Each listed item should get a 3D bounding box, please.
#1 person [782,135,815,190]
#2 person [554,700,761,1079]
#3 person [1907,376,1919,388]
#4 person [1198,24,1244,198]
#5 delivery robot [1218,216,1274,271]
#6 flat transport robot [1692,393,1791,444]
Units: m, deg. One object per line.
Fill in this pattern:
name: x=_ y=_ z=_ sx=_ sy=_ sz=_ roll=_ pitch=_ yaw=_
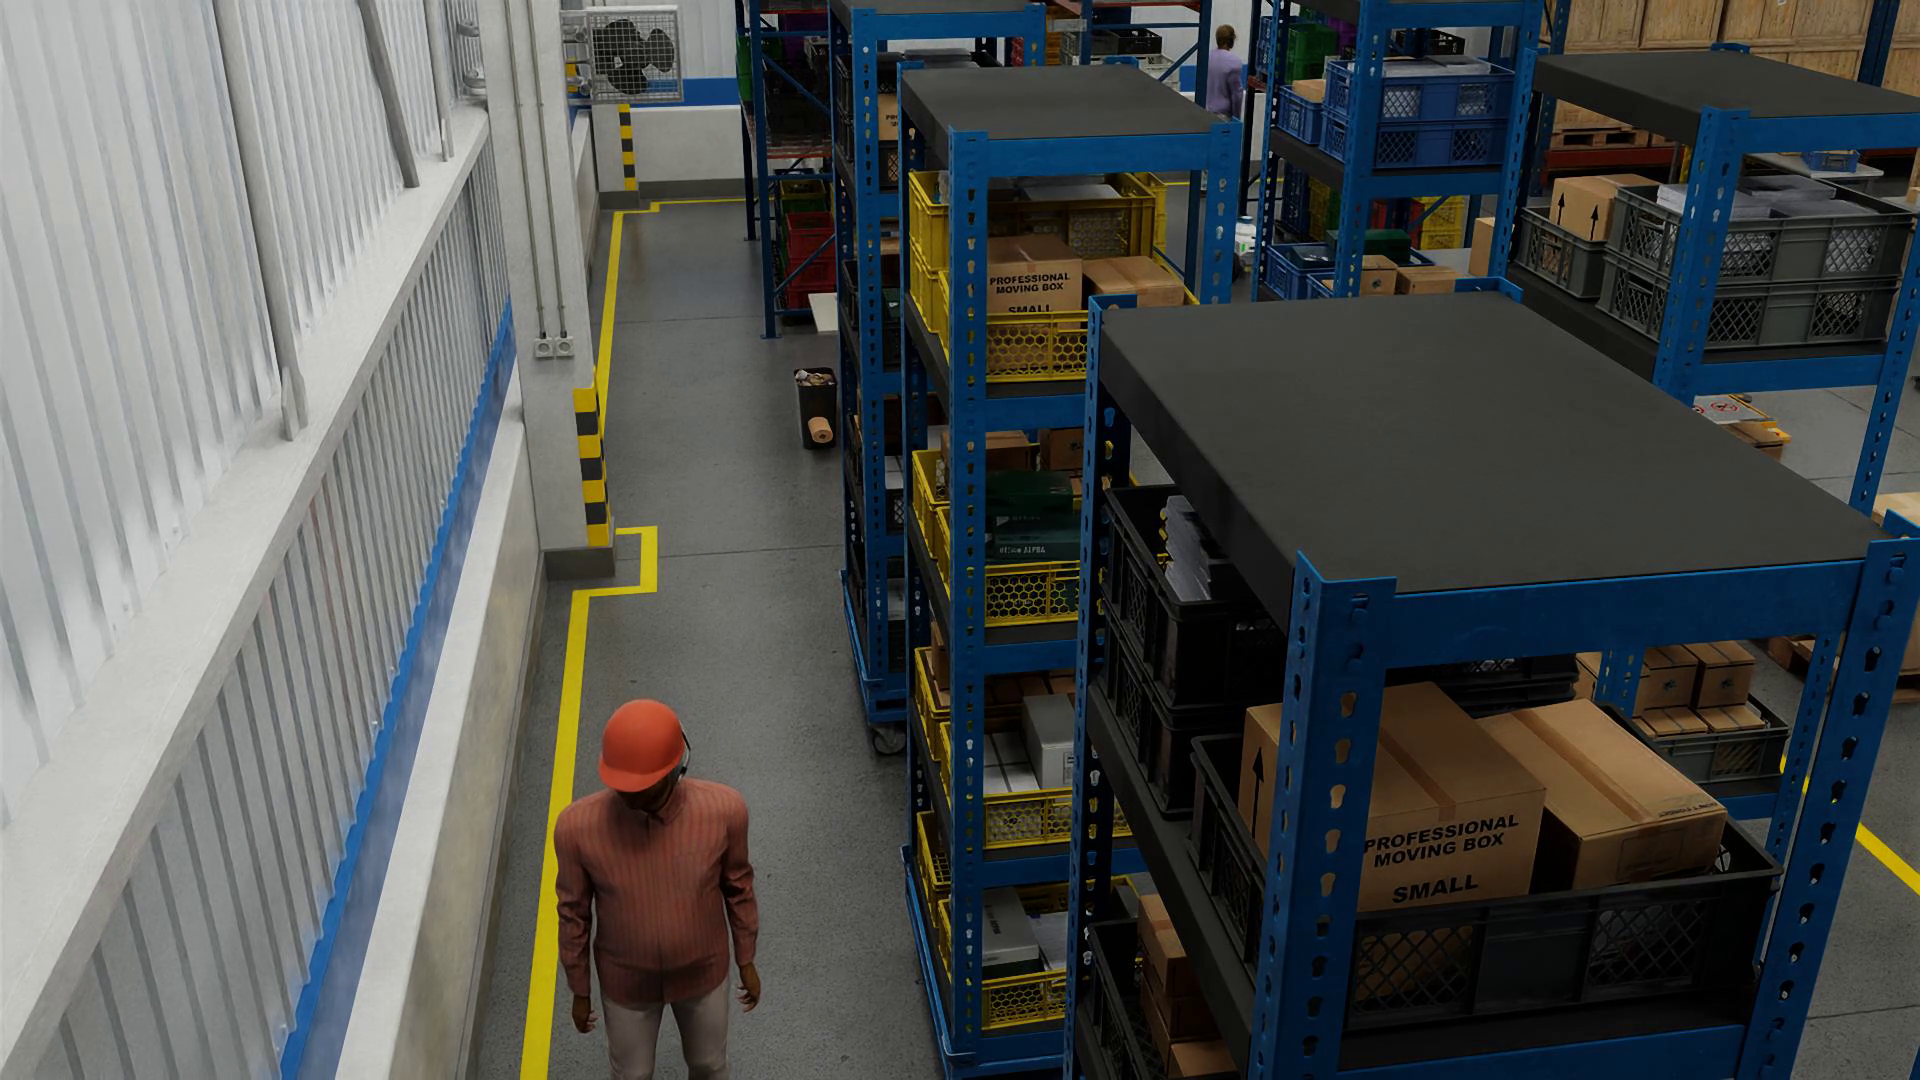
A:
person: x=-1.833 y=-4.686 z=18.545 sx=0.577 sy=1.878 sz=0.341 roll=-22 pitch=33 yaw=-40
person: x=-0.934 y=1.365 z=5.256 sx=0.623 sy=1.988 sz=0.393 roll=-7 pitch=25 yaw=-14
person: x=7.745 y=-1.944 z=12.665 sx=0.663 sy=1.803 sz=0.620 roll=0 pitch=25 yaw=0
person: x=2.935 y=-4.804 z=18.729 sx=0.372 sy=1.940 sz=0.632 roll=-18 pitch=31 yaw=-35
delivery robot: x=2.763 y=-2.890 z=16.102 sx=0.477 sy=0.478 sz=0.707 roll=-5 pitch=25 yaw=-10
flat transport robot: x=5.224 y=-0.859 z=12.132 sx=1.431 sy=0.197 sz=0.652 roll=-4 pitch=25 yaw=-8
